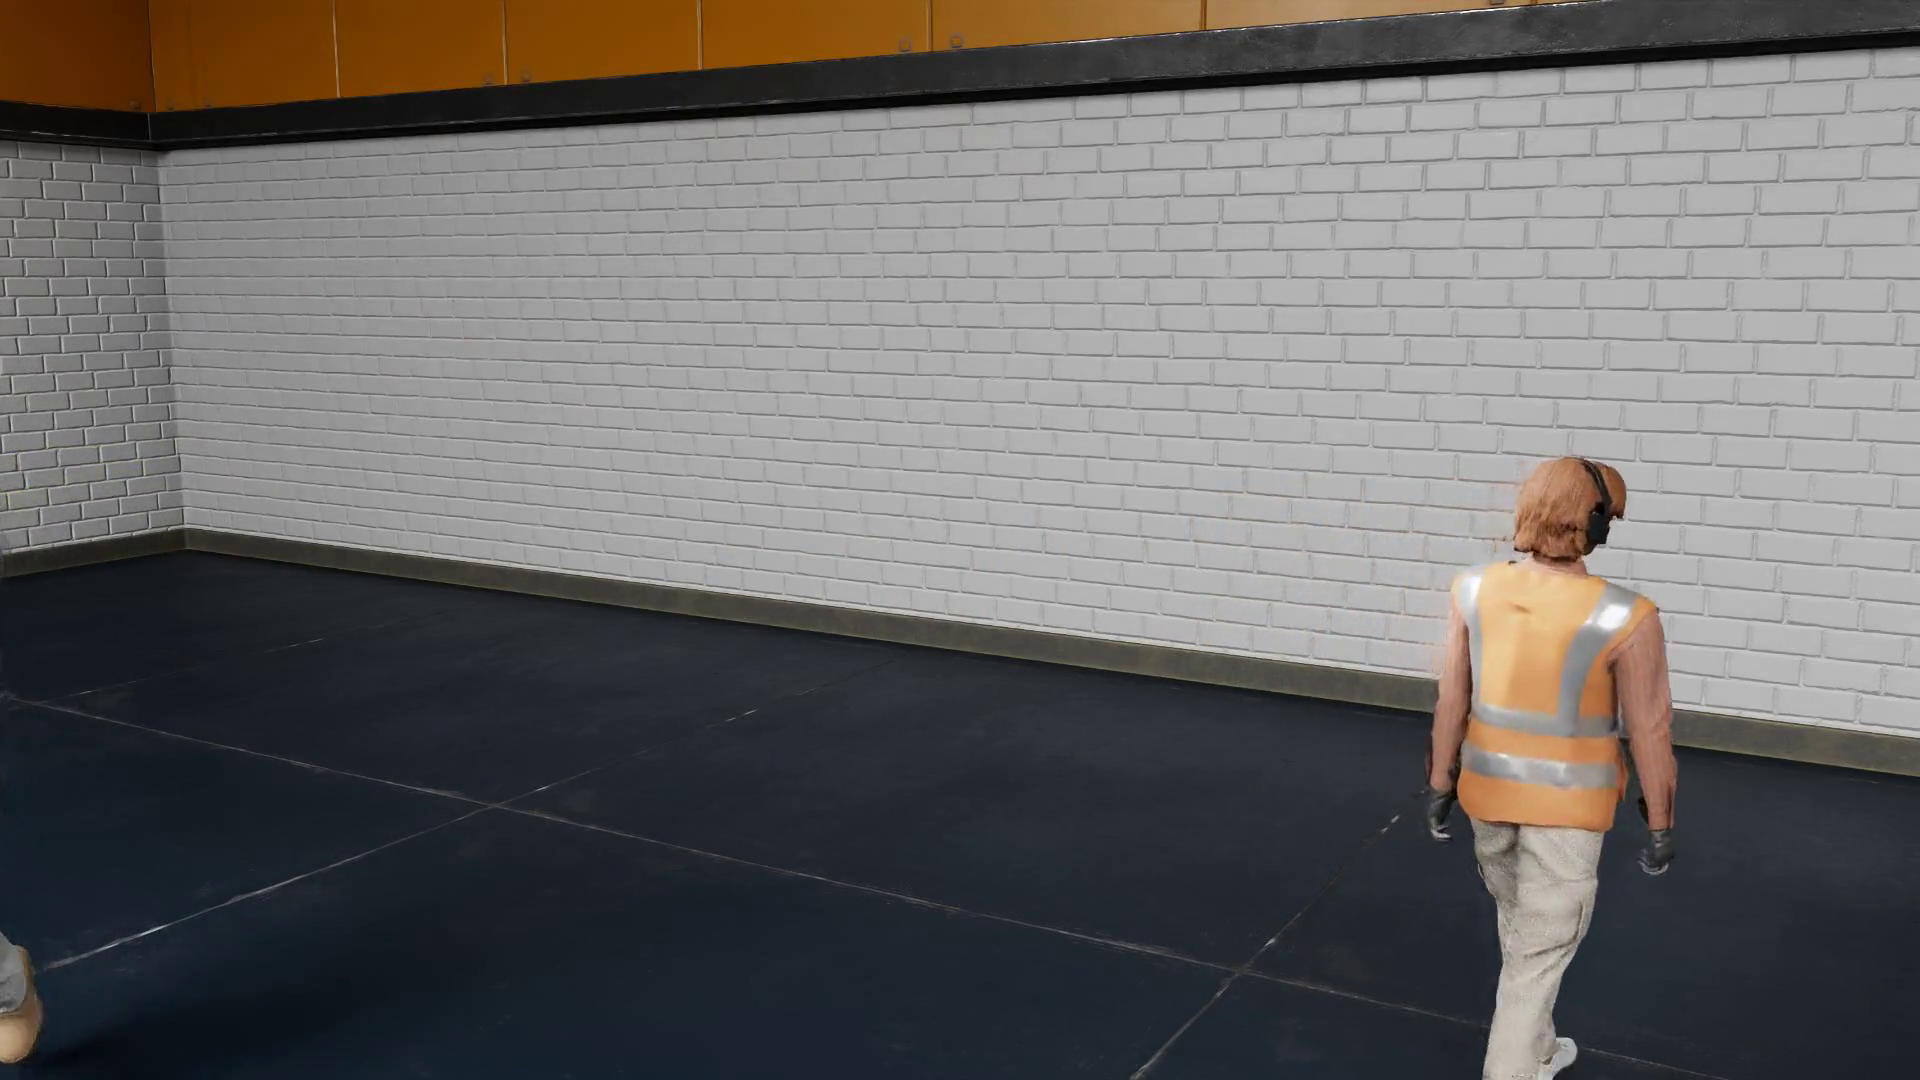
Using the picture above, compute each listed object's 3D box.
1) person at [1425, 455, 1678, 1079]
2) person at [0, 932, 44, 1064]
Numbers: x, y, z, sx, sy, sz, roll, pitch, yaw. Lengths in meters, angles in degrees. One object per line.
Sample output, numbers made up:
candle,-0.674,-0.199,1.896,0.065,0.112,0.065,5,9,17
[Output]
person,1.399,0.610,3.849,0.754,1.608,0.541,-7,12,-39
person,-2.470,0.519,3.779,0.634,1.818,0.722,-1,9,-6
